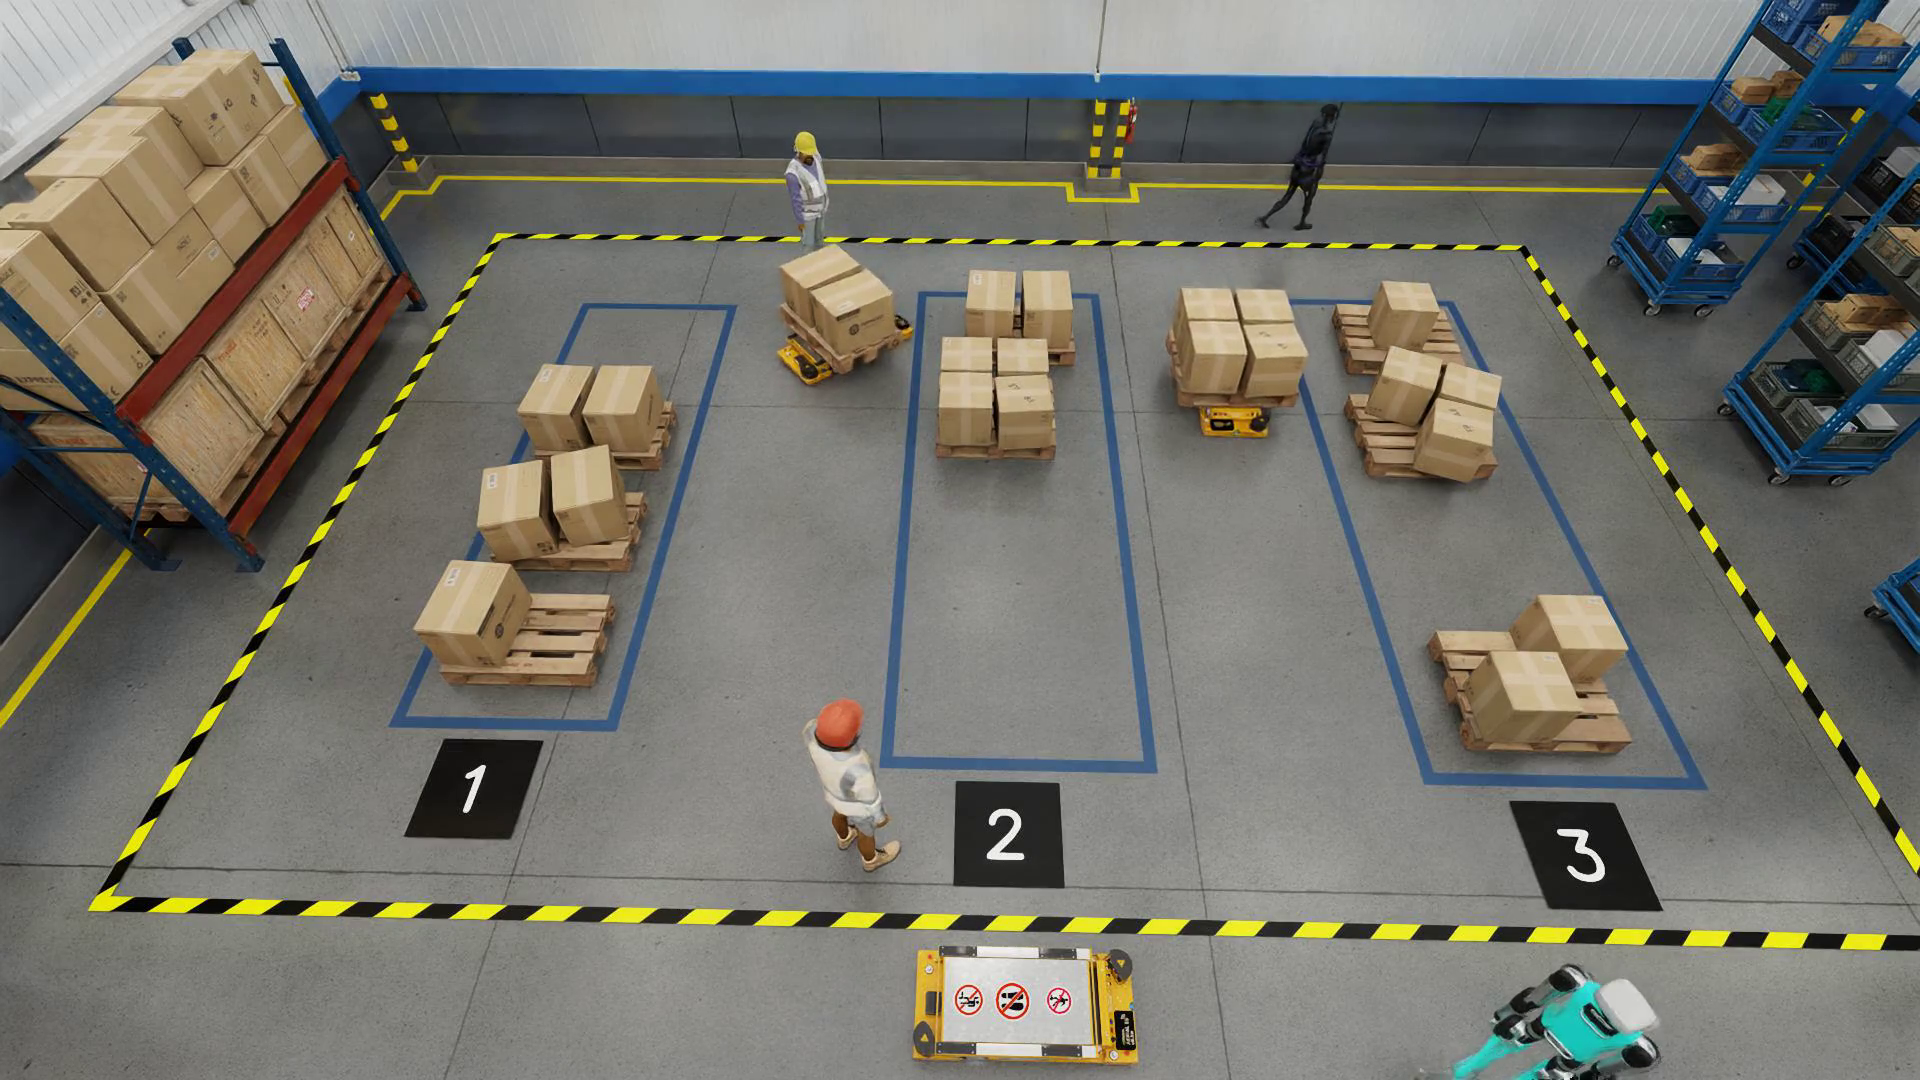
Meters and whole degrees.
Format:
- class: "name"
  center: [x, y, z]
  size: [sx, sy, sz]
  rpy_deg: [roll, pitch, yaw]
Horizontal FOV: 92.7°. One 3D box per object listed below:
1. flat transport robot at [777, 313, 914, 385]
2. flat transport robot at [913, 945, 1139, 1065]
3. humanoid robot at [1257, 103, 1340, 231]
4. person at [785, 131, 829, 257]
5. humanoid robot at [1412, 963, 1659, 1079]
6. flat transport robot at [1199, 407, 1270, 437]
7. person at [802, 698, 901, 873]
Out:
- class: "flat transport robot"
  center: [-1.282, -2.267, 10.316]
  size: [1.431, 0.197, 0.652]
  rpy_deg: [-31, 57, -23]
- class: "flat transport robot"
  center: [0.422, 3.041, 6.007]
  size: [1.431, 0.231, 0.659]
  rpy_deg: [1, 51, 1]
- class: "humanoid robot"
  center: [4.226, -4.574, 11.340]
  size: [0.739, 1.645, 0.608]
  rpy_deg: [-7, 51, -6]
- class: "person"
  center: [-1.710, -3.839, 10.611]
  size: [0.404, 1.824, 0.589]
  rpy_deg: [21, 54, 16]
- class: "humanoid robot"
  center: [3.087, 2.962, 5.131]
  size: [0.794, 1.787, 0.562]
  rpy_deg: [-26, 55, -20]
- class: "flat transport robot"
  center: [2.855, -1.675, 9.833]
  size: [0.652, 0.197, 1.431]
  rpy_deg: [1, 51, 1]
- class: "person"
  center: [-0.702, 1.629, 6.012]
  size: [0.606, 2.047, 0.366]
  rpy_deg: [36, 59, 25]
